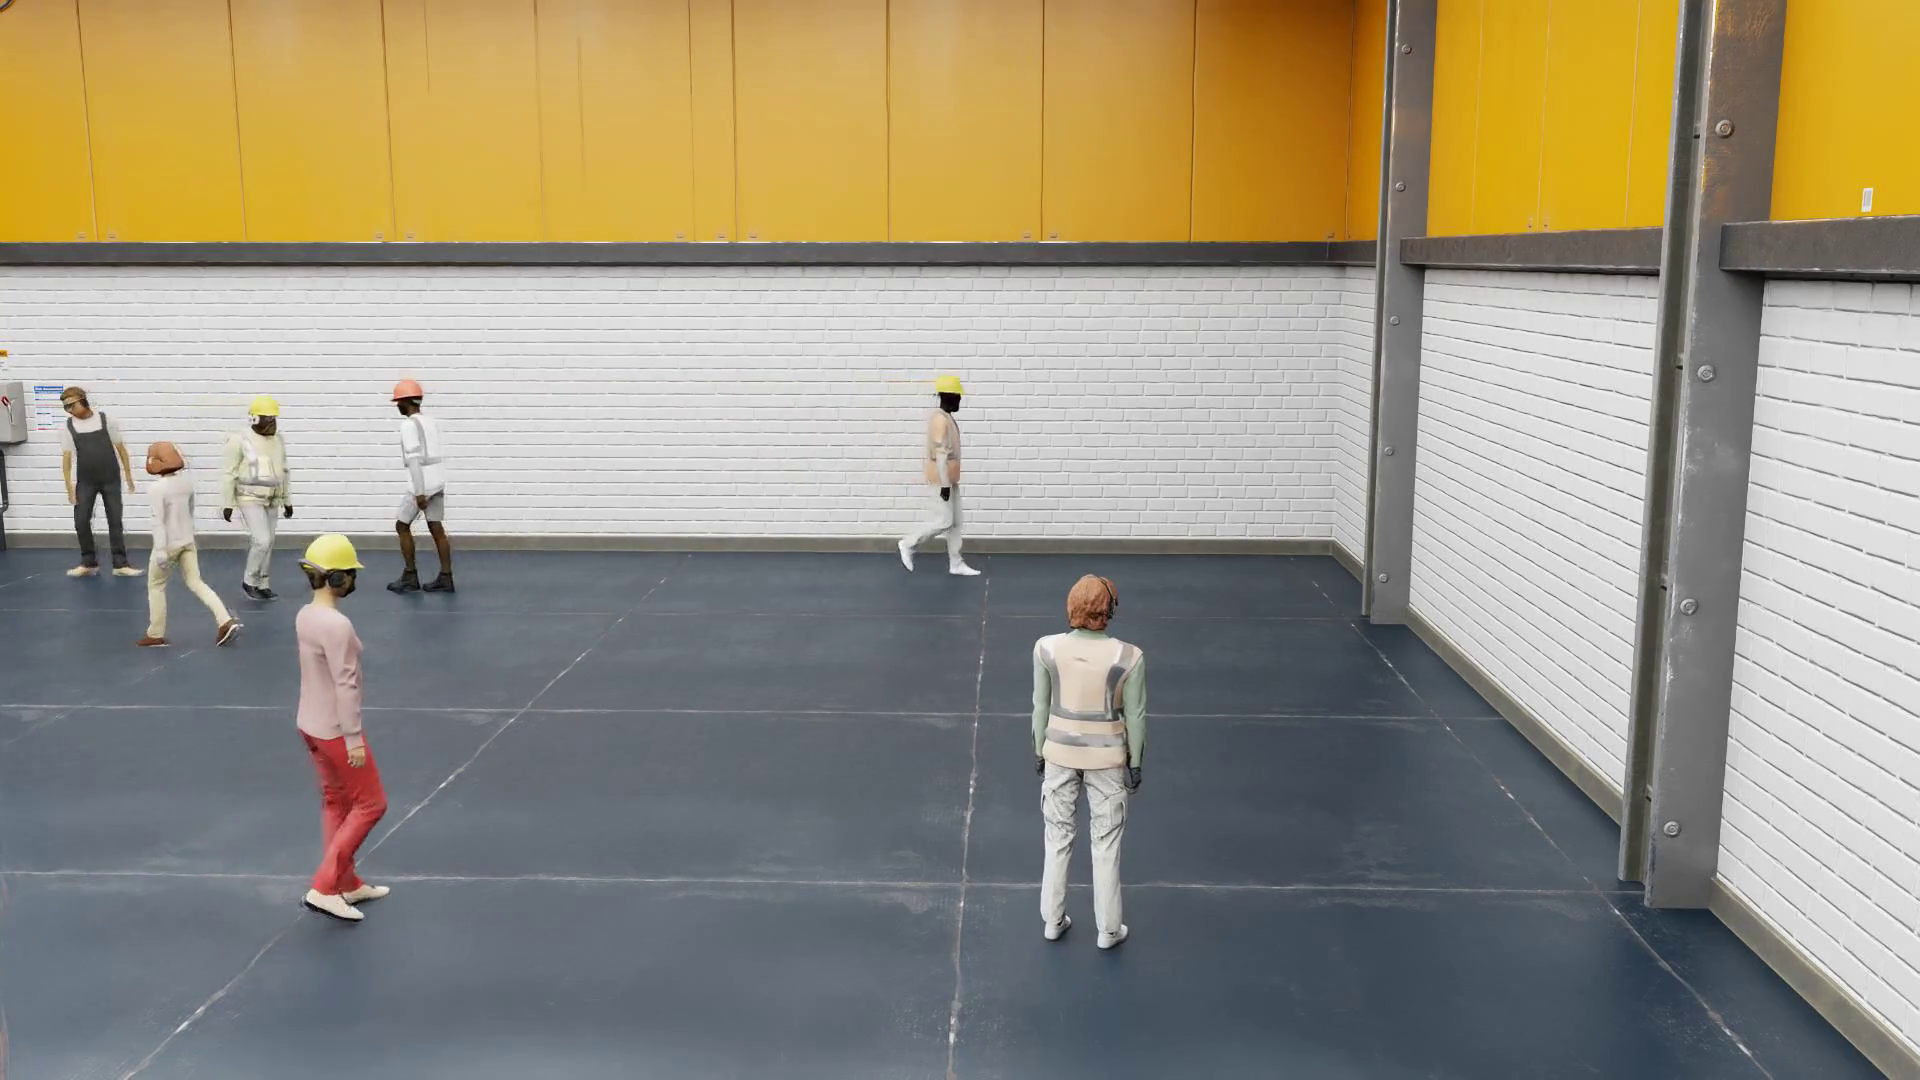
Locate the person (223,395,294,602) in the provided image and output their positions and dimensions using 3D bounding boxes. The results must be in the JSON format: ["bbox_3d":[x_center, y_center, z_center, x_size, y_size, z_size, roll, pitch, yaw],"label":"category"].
[{"bbox_3d":[-6.009,-0.344,14.323,0.500,1.804,0.625,4,10,22],"label":"person"}]

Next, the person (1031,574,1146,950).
[{"bbox_3d":[0.551,0.962,7.213,0.509,1.629,0.314,3,10,17],"label":"person"}]

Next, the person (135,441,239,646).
[{"bbox_3d":[-5.949,0.039,12.686,0.801,1.605,0.503,3,10,15],"label":"person"}]

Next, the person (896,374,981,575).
[{"bbox_3d":[-0.187,-0.599,15.525,0.707,1.910,0.598,1,10,8],"label":"person"}]

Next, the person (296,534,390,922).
[{"bbox_3d":[-2.792,0.847,7.500,0.386,1.757,0.577,-8,12,-38],"label":"person"}]

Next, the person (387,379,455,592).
[{"bbox_3d":[-4.845,-0.475,14.797,0.724,1.904,0.578,2,10,11],"label":"person"}]

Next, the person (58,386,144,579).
[{"bbox_3d":[-7.974,-0.523,15.405,0.655,1.809,0.342,-5,11,-28],"label":"person"}]
